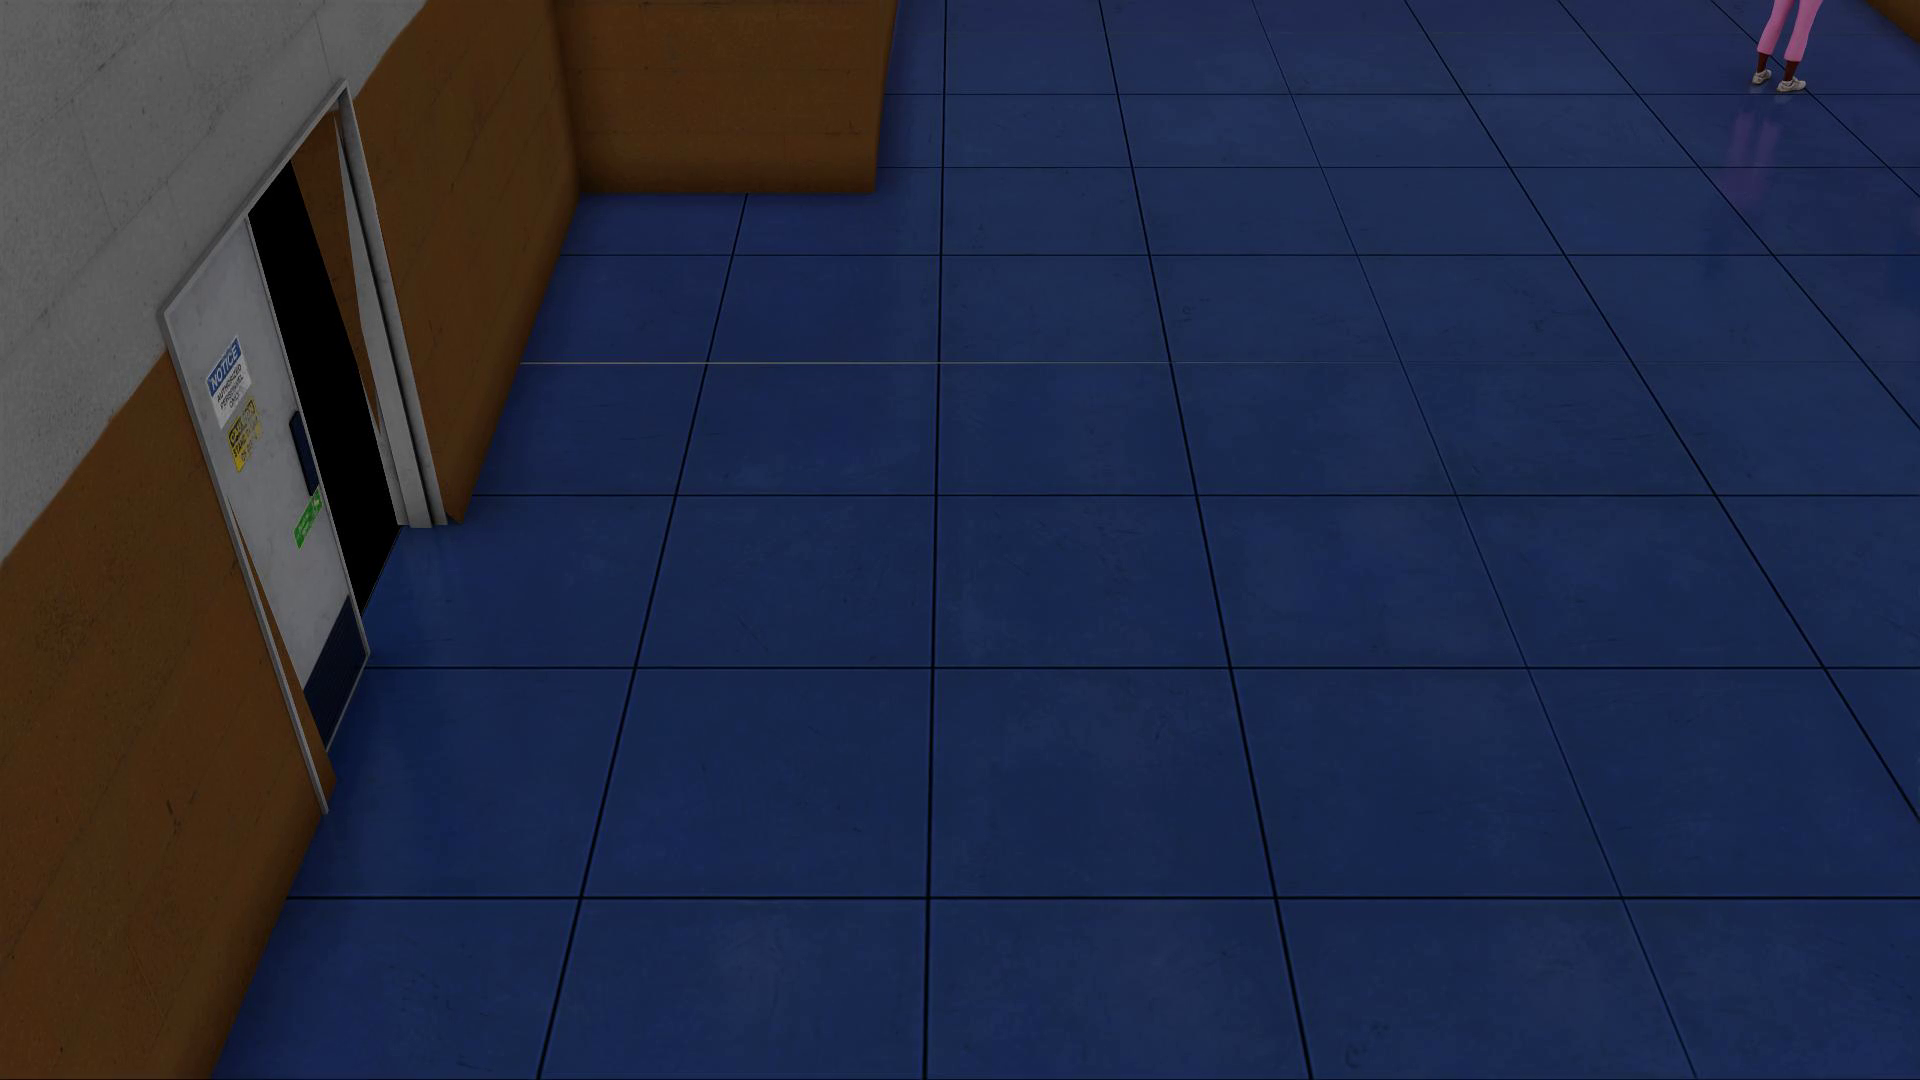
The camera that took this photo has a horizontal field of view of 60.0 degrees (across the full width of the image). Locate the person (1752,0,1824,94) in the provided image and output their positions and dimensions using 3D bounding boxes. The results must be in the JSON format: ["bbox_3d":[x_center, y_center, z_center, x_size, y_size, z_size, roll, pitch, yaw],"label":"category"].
[{"bbox_3d":[6.316,-4.241,12.410,0.700,1.741,0.661,-26,44,-30],"label":"person"}]
